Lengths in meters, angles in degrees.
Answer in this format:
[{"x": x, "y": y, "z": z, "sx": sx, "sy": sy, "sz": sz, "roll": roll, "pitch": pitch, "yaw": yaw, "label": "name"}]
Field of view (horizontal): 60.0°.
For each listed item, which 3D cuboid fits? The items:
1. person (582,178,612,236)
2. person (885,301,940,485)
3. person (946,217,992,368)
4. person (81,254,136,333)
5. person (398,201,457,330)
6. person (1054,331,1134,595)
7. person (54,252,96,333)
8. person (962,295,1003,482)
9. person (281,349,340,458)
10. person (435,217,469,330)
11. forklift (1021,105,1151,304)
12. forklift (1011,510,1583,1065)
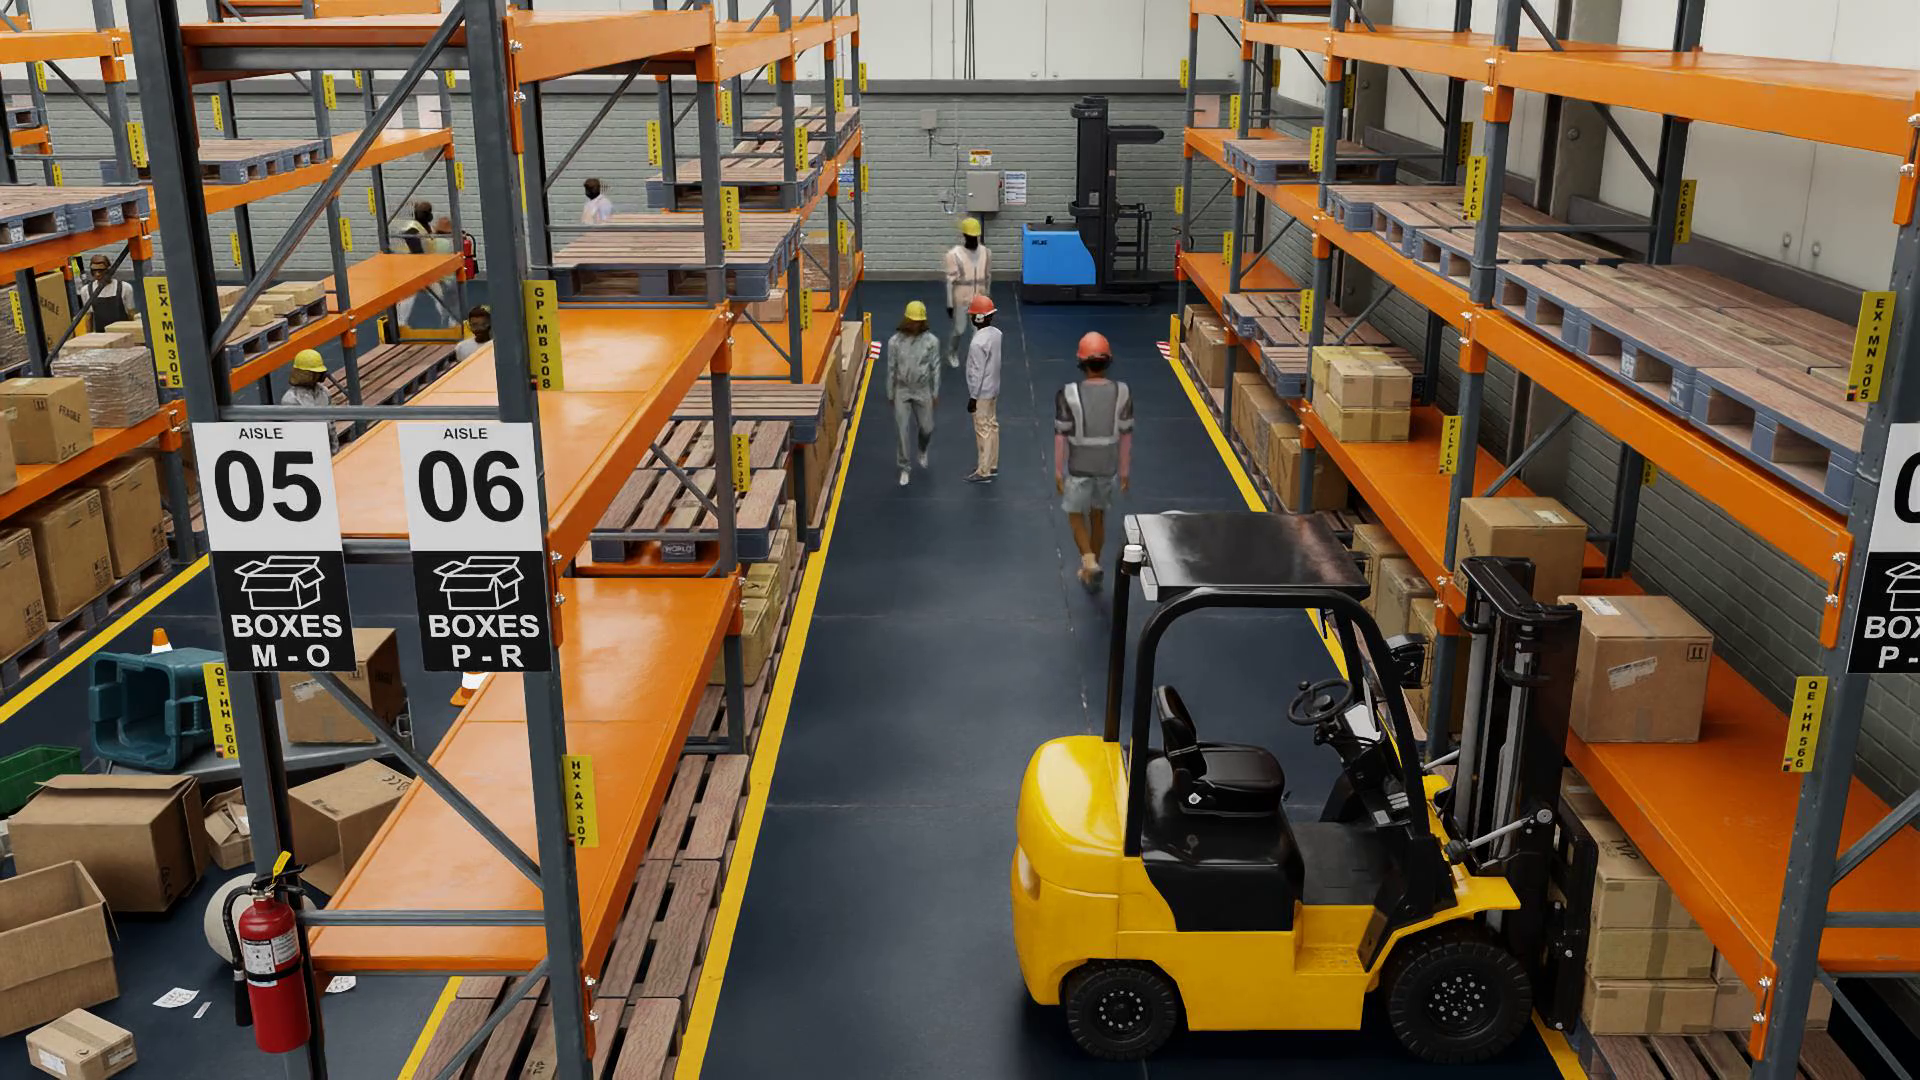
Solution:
[{"x": -5.289, "y": -4.408, "z": 24.468, "sx": 0.536, "sy": 1.830, "sz": 0.645, "roll": -14, "pitch": 23, "yaw": -36, "label": "person"}, {"x": -0.444, "y": -1.389, "z": 15.510, "sx": 0.519, "sy": 1.726, "sz": 0.460, "roll": -1, "pitch": 18, "yaw": -2, "label": "person"}, {"x": 0.091, "y": -2.905, "z": 19.823, "sx": 0.598, "sy": 1.898, "sz": 0.866, "roll": -7, "pitch": 20, "yaw": -21, "label": "person"}, {"x": -8.862, "y": -2.085, "z": 17.444, "sx": 0.510, "sy": 1.837, "sz": 0.351, "roll": -5, "pitch": 19, "yaw": -14, "label": "person"}, {"x": -7.128, "y": -3.590, "z": 22.079, "sx": 0.982, "sy": 1.790, "sz": 0.618, "roll": 3, "pitch": 19, "yaw": 9, "label": "person"}, {"x": 1.016, "y": -0.539, "z": 12.483, "sx": 0.605, "sy": 2.025, "sz": 0.688, "roll": -4, "pitch": 19, "yaw": -11, "label": "person"}, {"x": -11.763, "y": -3.521, "z": 21.993, "sx": 0.535, "sy": 1.697, "sz": 0.318, "roll": 7, "pitch": 20, "yaw": 21, "label": "person"}, {"x": 0.204, "y": -1.412, "z": 15.525, "sx": 0.324, "sy": 1.752, "sz": 0.562, "roll": 6, "pitch": 19, "yaw": 18, "label": "person"}, {"x": -5.154, "y": -0.675, "z": 13.338, "sx": 0.322, "sy": 1.734, "sz": 0.489, "roll": 8, "pitch": 20, "yaw": 22, "label": "person"}, {"x": -6.622, "y": -3.424, "z": 21.819, "sx": 0.566, "sy": 1.608, "sz": 0.522, "roll": -8, "pitch": 20, "yaw": -24, "label": "person"}, {"x": 1.857, "y": -4.944, "z": 24.441, "sx": 1.873, "sy": 2.768, "sz": 1.129, "roll": 0, "pitch": 18, "yaw": 0, "label": "forklift"}, {"x": 1.387, "y": 1.055, "z": 7.378, "sx": 2.313, "sy": 2.155, "sz": 1.214, "roll": 0, "pitch": 18, "yaw": 0, "label": "forklift"}]
